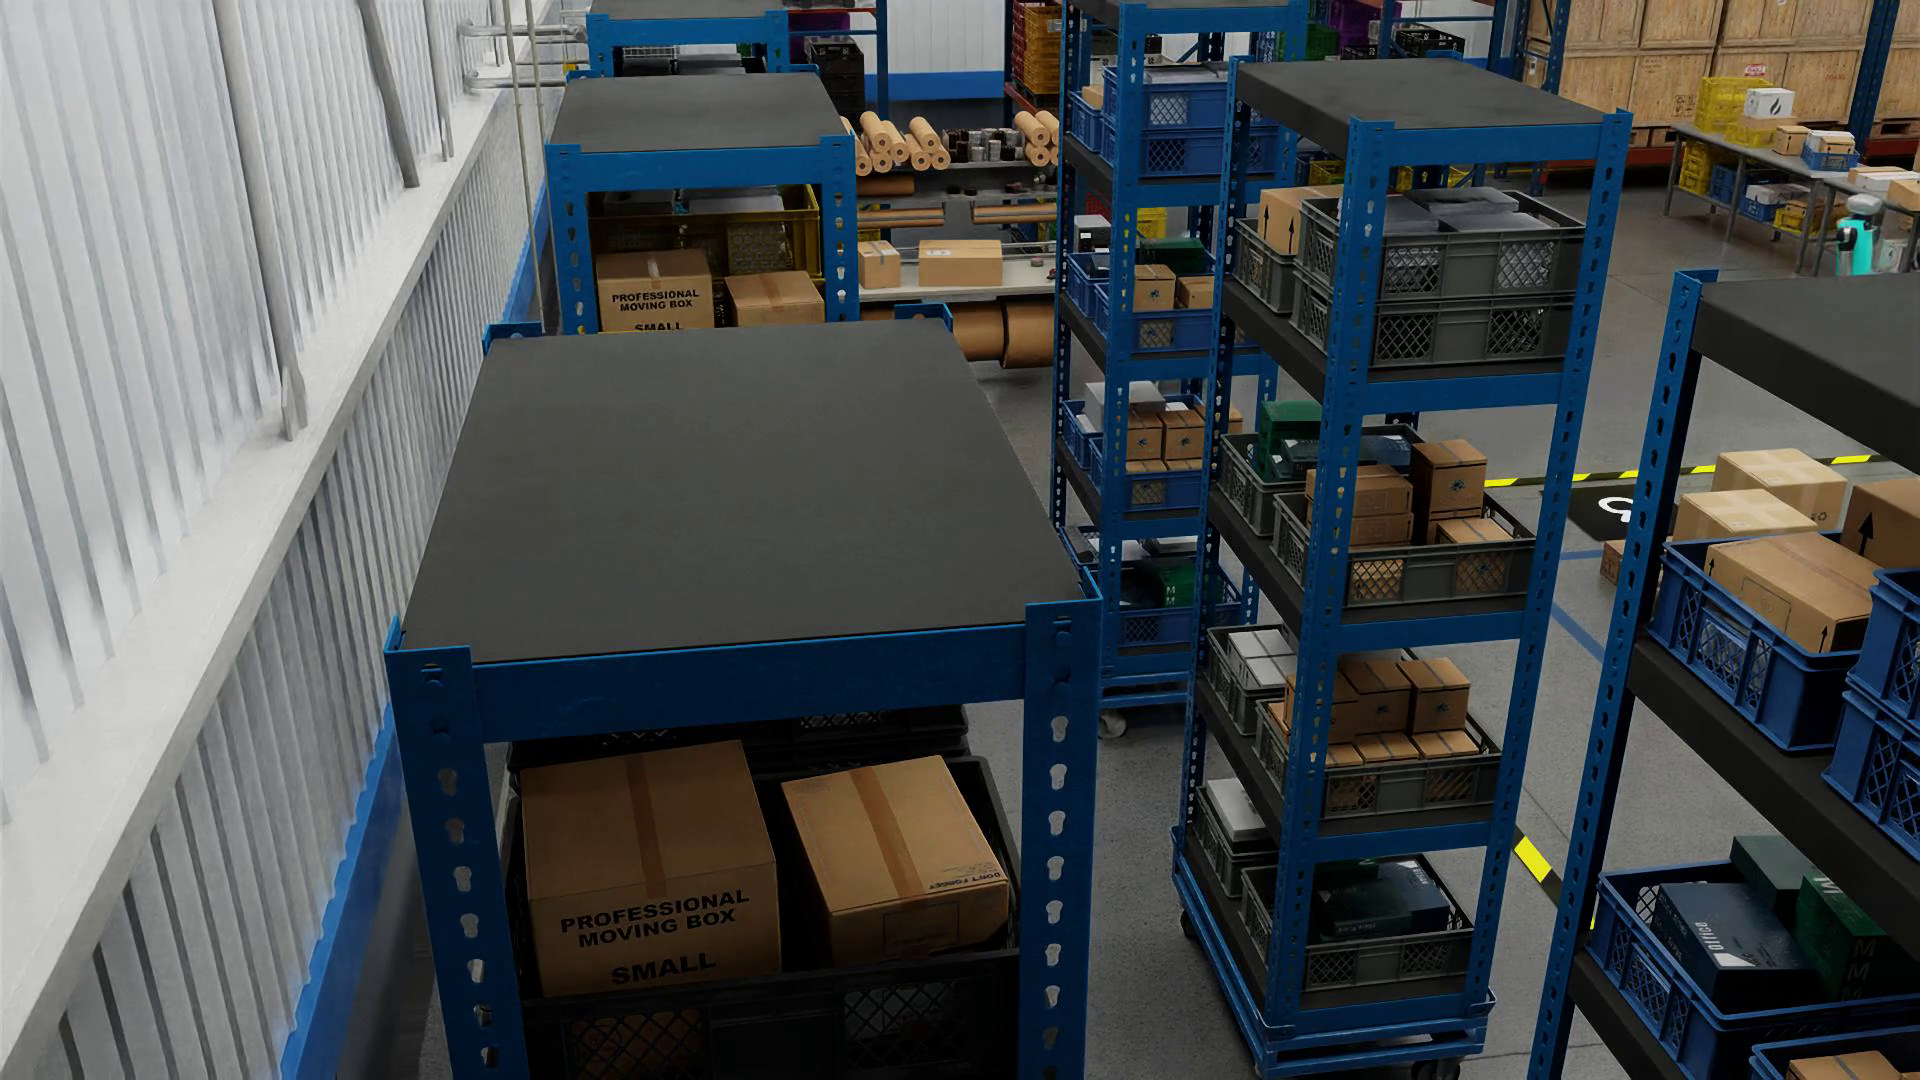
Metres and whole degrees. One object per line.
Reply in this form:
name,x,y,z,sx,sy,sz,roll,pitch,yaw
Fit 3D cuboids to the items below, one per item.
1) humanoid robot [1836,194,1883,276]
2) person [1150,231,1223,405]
humanoid robot,6.597,-1.529,11.944,0.836,1.825,0.540,19,31,35
person,1.467,-1.094,10.785,0.587,1.850,0.388,-4,25,-9
